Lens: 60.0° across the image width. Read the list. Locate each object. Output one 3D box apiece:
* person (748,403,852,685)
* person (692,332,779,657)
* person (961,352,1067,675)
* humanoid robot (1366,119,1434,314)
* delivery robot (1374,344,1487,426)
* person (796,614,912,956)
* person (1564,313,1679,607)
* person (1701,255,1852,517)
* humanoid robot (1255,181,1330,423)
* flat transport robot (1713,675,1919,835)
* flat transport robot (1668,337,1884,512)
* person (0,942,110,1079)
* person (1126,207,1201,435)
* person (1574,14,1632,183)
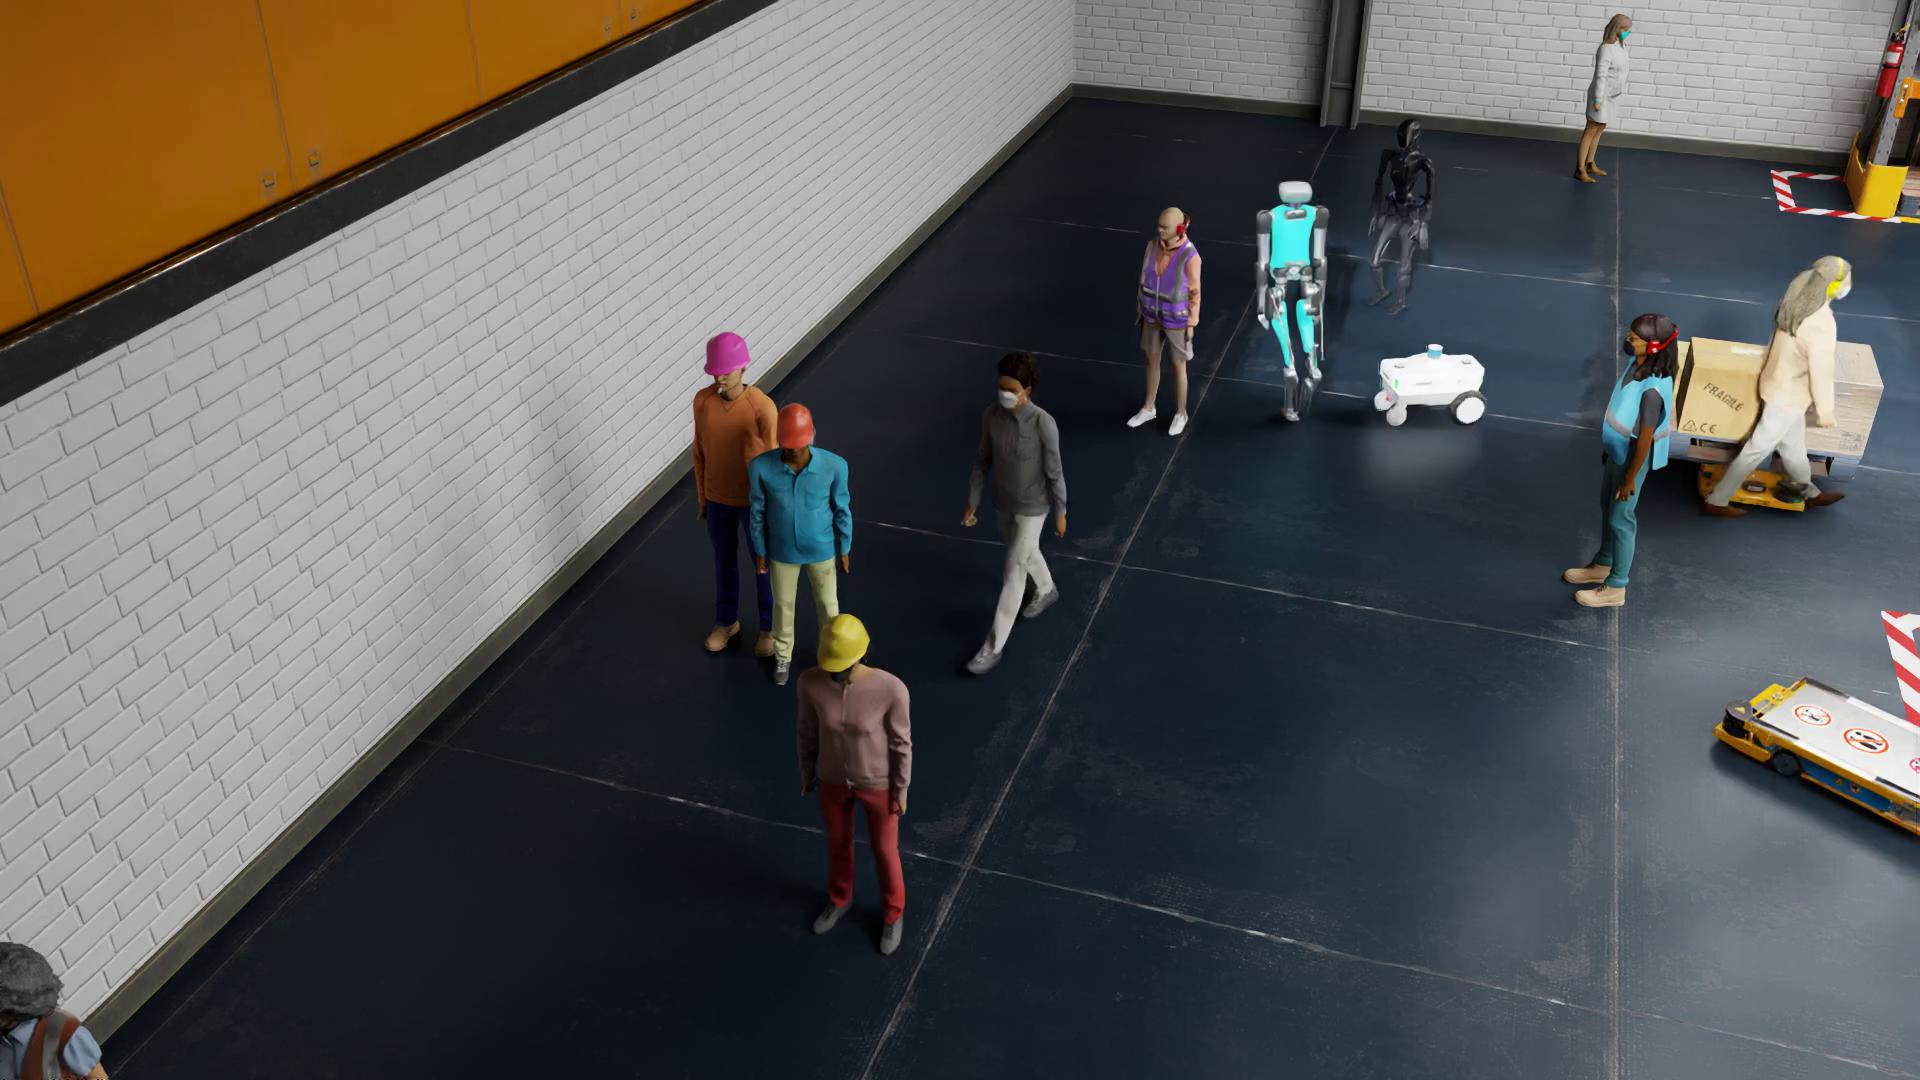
[{"bbox_3d":[-0.868,0.037,9.110,0.561,1.742,0.357,-1,30,-1],"label":"person"},{"bbox_3d":[-1.249,-0.248,9.363,0.507,1.980,0.373,7,31,12],"label":"person"},{"bbox_3d":[0.323,-0.216,9.443,0.543,1.843,1.016,22,37,32],"label":"person"},{"bbox_3d":[3.681,-2.672,13.789,0.354,1.645,0.589,-26,39,-36],"label":"humanoid robot"},{"bbox_3d":[3.501,-1.156,12.314,0.784,0.599,0.499,-4,31,-7],"label":"delivery robot"},{"bbox_3d":[-0.473,1.070,7.348,0.536,1.753,0.344,8,31,13],"label":"person"},{"bbox_3d":[3.963,-0.470,9.863,0.390,1.860,0.506,4,31,8],"label":"person"},{"bbox_3d":[5.412,-0.948,10.706,0.923,1.832,0.555,4,31,7],"label":"person"},{"bbox_3d":[2.418,-1.592,11.942,0.540,1.825,0.769,-4,31,-7],"label":"humanoid robot"},{"bbox_3d":[4.766,1.166,8.642,0.659,0.231,1.431,-23,37,-34],"label":"flat transport robot"},{"bbox_3d":[5.544,-0.640,11.714,0.659,0.231,1.431,10,32,16],"label":"flat transport robot"},{"bbox_3d":[-3.102,2.052,5.731,0.438,1.686,0.319,0,30,0],"label":"person"},{"bbox_3d":[1.480,-1.557,11.881,0.498,1.701,0.346,23,38,34],"label":"person"},{"bbox_3d":[6.550,-4.483,16.873,0.338,1.663,0.480,23,38,34],"label":"person"}]
